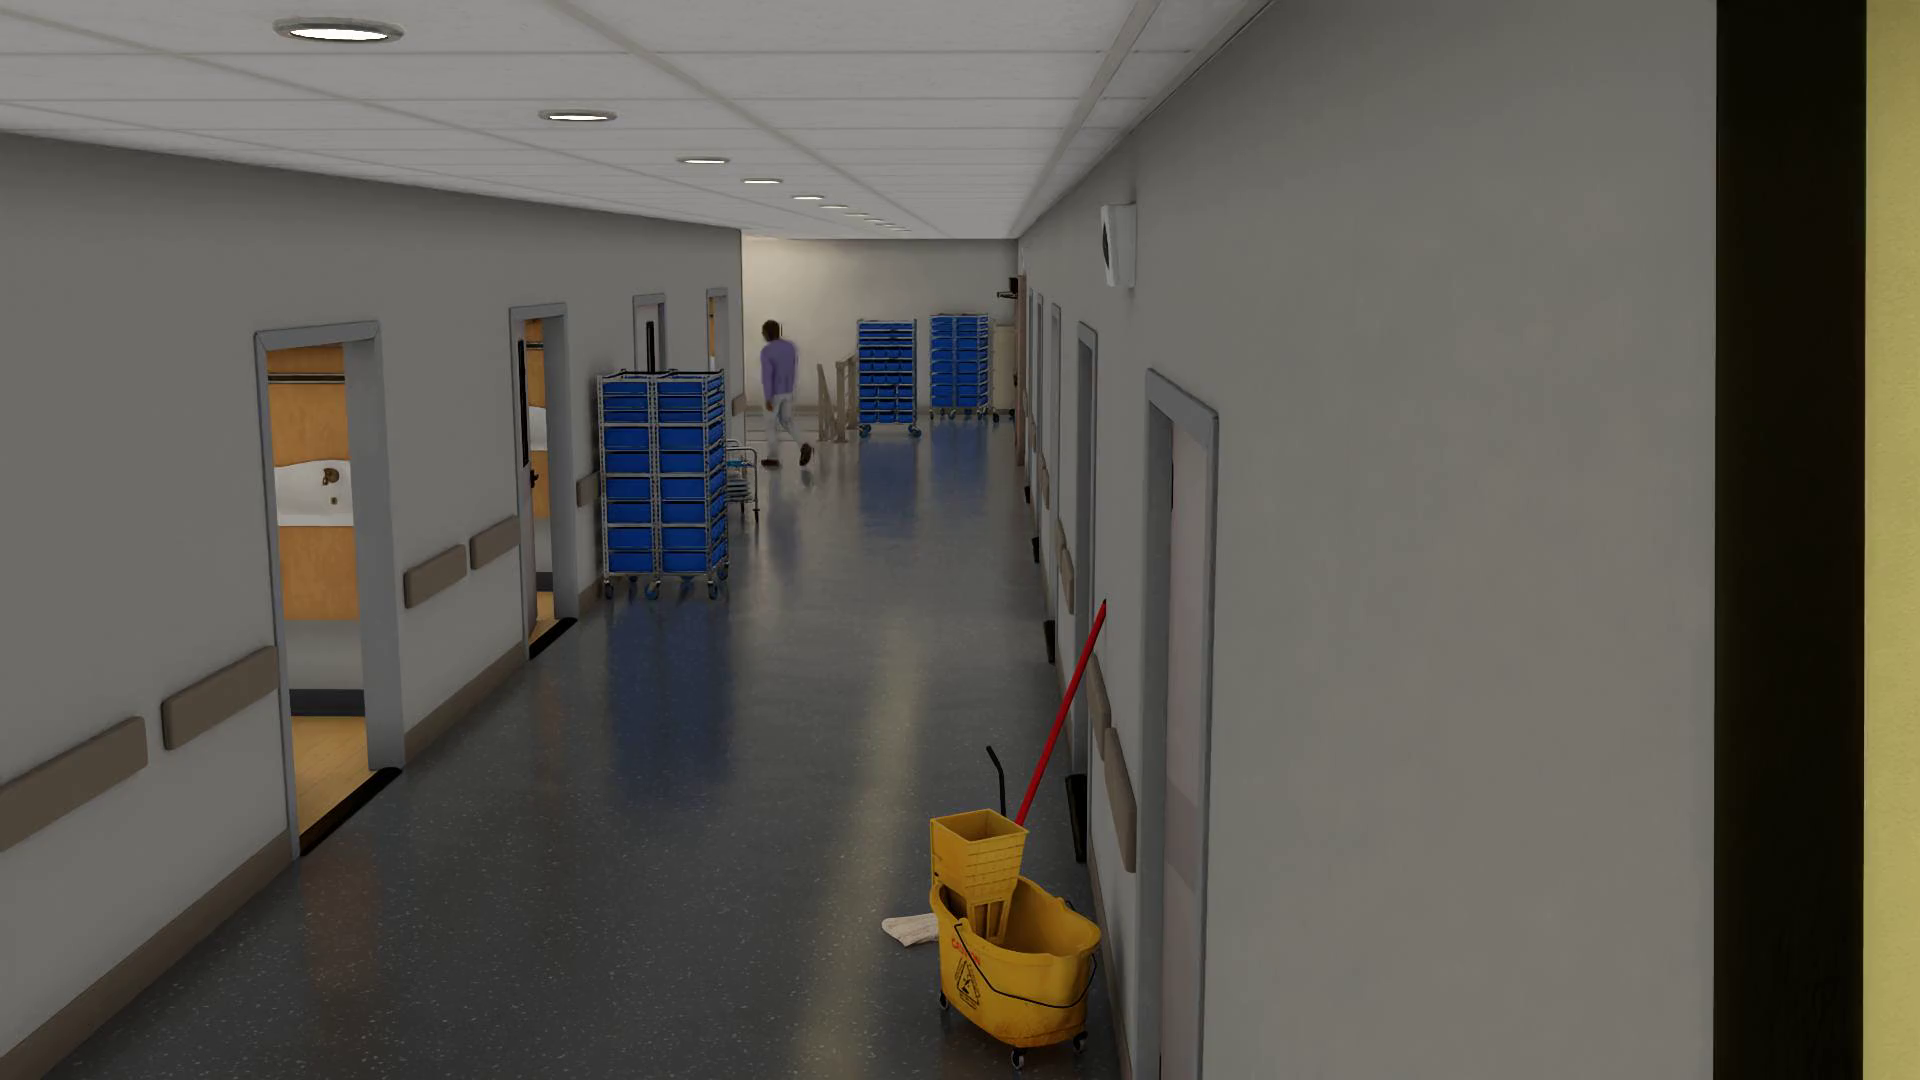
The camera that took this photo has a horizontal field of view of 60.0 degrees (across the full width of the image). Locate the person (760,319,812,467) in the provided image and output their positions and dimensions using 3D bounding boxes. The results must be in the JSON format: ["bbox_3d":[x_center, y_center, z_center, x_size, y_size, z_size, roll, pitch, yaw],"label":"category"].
[{"bbox_3d":[-2.268,-1.856,21.182,0.740,1.914,0.644,8,12,39],"label":"person"}]
